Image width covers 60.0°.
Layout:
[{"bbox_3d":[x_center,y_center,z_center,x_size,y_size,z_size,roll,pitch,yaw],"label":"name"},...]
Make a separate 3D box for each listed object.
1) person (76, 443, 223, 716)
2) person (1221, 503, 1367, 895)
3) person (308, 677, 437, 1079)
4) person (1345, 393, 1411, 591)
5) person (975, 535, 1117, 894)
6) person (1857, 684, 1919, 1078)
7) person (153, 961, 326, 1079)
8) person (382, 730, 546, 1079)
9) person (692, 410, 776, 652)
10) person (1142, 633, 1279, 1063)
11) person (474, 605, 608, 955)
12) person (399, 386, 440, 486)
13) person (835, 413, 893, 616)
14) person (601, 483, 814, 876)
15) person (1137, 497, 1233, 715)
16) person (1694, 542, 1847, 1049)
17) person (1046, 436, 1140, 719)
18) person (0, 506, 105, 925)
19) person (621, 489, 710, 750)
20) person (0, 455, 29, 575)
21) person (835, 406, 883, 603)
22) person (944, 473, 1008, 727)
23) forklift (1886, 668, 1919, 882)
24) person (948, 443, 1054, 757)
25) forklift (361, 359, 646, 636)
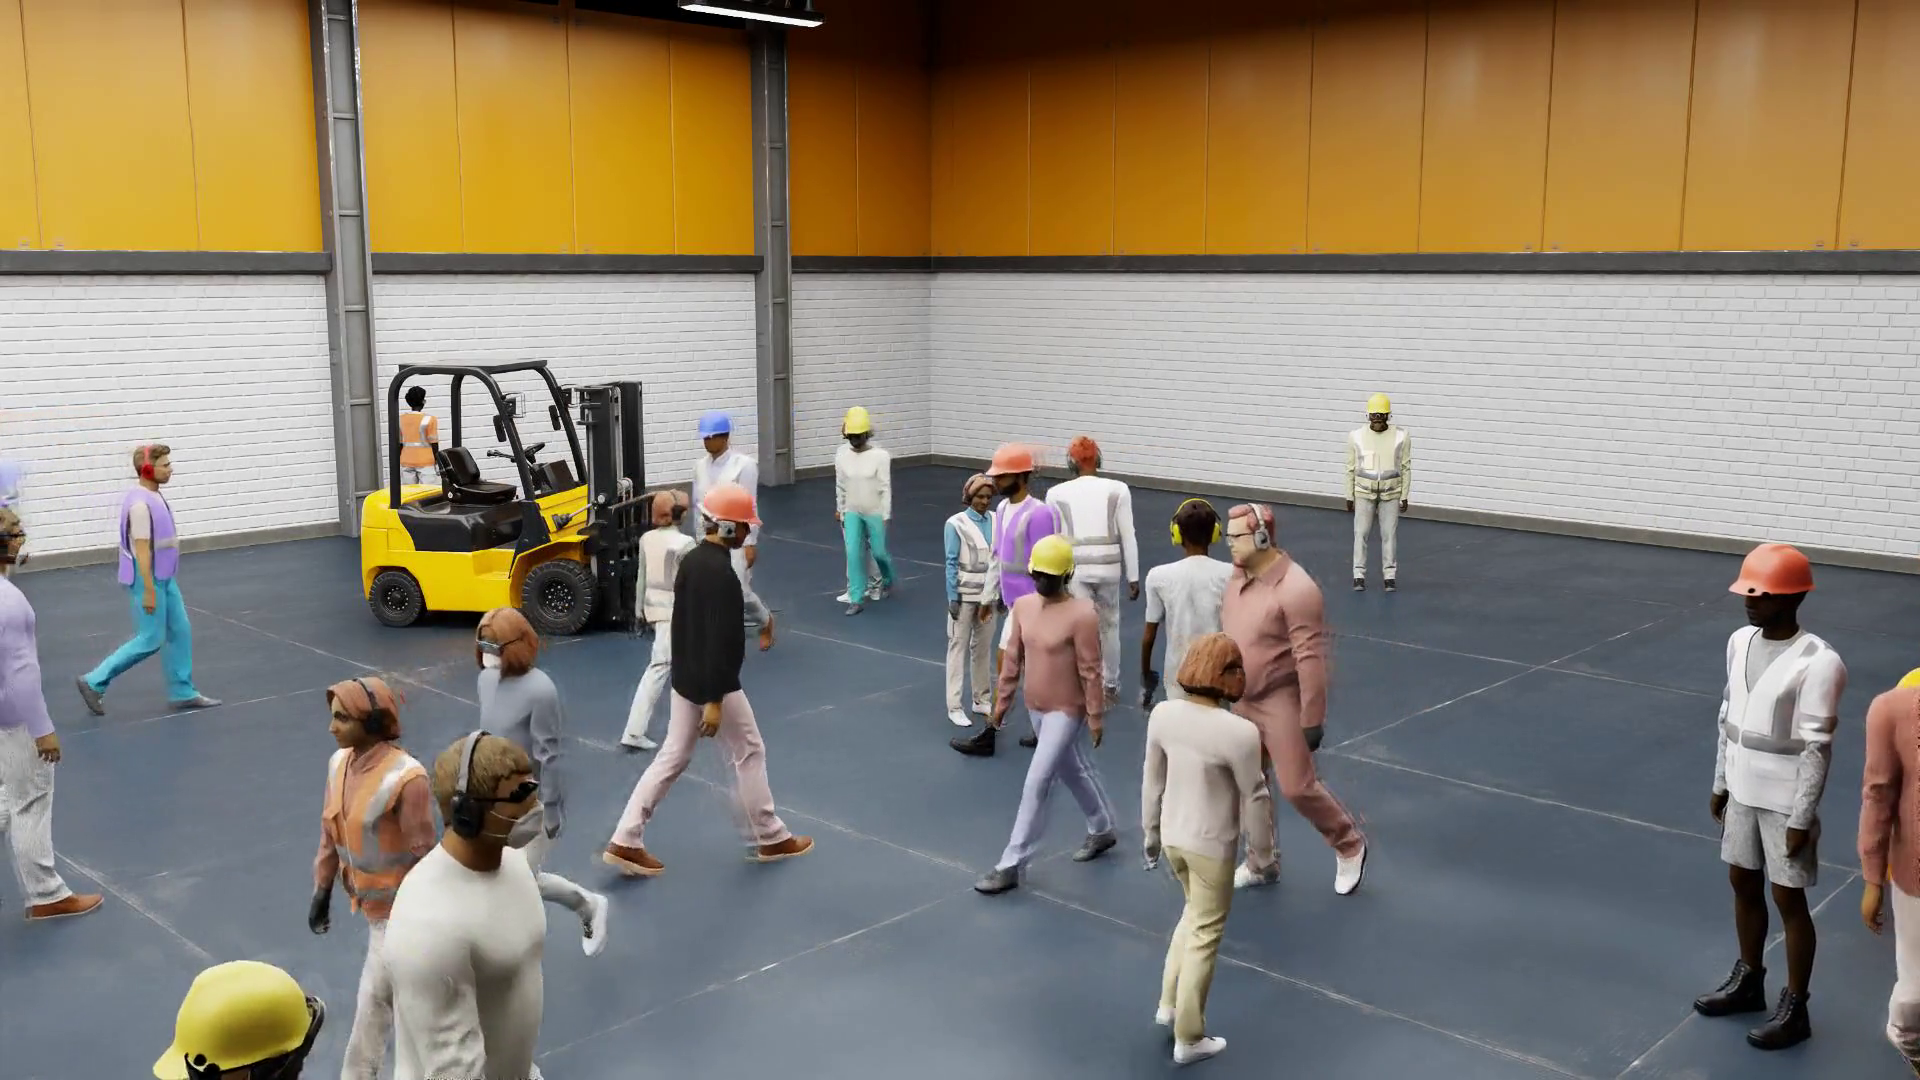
[{"bbox_3d":[-5.389,0.271,10.951,0.774,1.824,0.574,-3,10,-16],"label":"person"},{"bbox_3d":[1.548,0.747,7.857,0.658,1.881,0.670,-4,10,-25],"label":"person"},{"bbox_3d":[-1.946,1.237,5.679,0.535,1.599,0.847,9,13,43],"label":"person"},{"bbox_3d":[3.823,-0.434,15.241,0.588,1.828,0.403,2,9,12],"label":"person"},{"bbox_3d":[0.452,0.799,8.027,0.934,1.710,0.550,-7,12,-38],"label":"person"},{"bbox_3d":[3.327,1.089,5.530,0.620,1.950,0.797,6,11,30],"label":"person"},{"bbox_3d":[-1.214,1.599,3.105,0.902,1.724,0.536,-8,12,-41],"label":"person"},{"bbox_3d":[-1.179,1.375,3.987,1.033,1.894,0.640,1,9,7],"label":"person"},{"bbox_3d":[-1.700,-0.018,12.367,0.621,1.927,0.615,5,11,30],"label":"person"},{"bbox_3d":[0.913,1.146,6.184,0.380,1.617,0.500,-7,12,-36],"label":"person"},{"bbox_3d":[-1.755,1.039,6.812,0.515,1.612,0.524,8,12,40],"label":"person"},{"bbox_3d":[-5.852,-0.818,18.004,0.534,1.694,0.319,3,10,18],"label":"person"},{"bbox_3d":[-0.795,-0.251,14.353,0.525,1.738,0.675,3,10,16],"label":"person"},{"bbox_3d":[-1.263,0.686,8.093,1.056,1.939,0.615,-6,11,-32],"label":"person"},{"bbox_3d":[1.147,0.700,8.211,0.543,1.843,0.737,1,9,4],"label":"person"},{"bbox_3d":[3.071,0.961,6.356,0.382,1.932,0.546,-2,10,-15],"label":"person"},{"bbox_3d":[0.889,0.224,11.157,0.634,1.837,0.897,0,9,3],"label":"person"},{"bbox_3d":[-4.222,0.791,7.397,0.564,1.928,0.651,-9,13,-42],"label":"person"},{"bbox_3d":[-1.794,0.485,10.319,0.878,1.595,0.509,-8,13,-42],"label":"person"},{"bbox_3d":[-7.195,0.003,12.256,0.579,1.917,0.536,4,10,23],"label":"person"},{"bbox_3d":[-0.898,-0.313,14.732,0.490,1.746,0.286,-8,12,-40],"label":"person"},{"bbox_3d":[0.104,0.379,10.821,0.515,1.639,0.314,-8,12,-41],"label":"person"},{"bbox_3d":[5.205,0.723,7.013,2.313,2.155,1.214,9,13,43],"label":"forklift"},{"bbox_3d":[0.262,0.365,10.098,0.914,1.895,0.568,-4,10,-22],"label":"person"},{"bbox_3d":[-3.850,-0.407,13.936,2.313,2.155,1.214,2,9,11],"label":"forklift"}]
